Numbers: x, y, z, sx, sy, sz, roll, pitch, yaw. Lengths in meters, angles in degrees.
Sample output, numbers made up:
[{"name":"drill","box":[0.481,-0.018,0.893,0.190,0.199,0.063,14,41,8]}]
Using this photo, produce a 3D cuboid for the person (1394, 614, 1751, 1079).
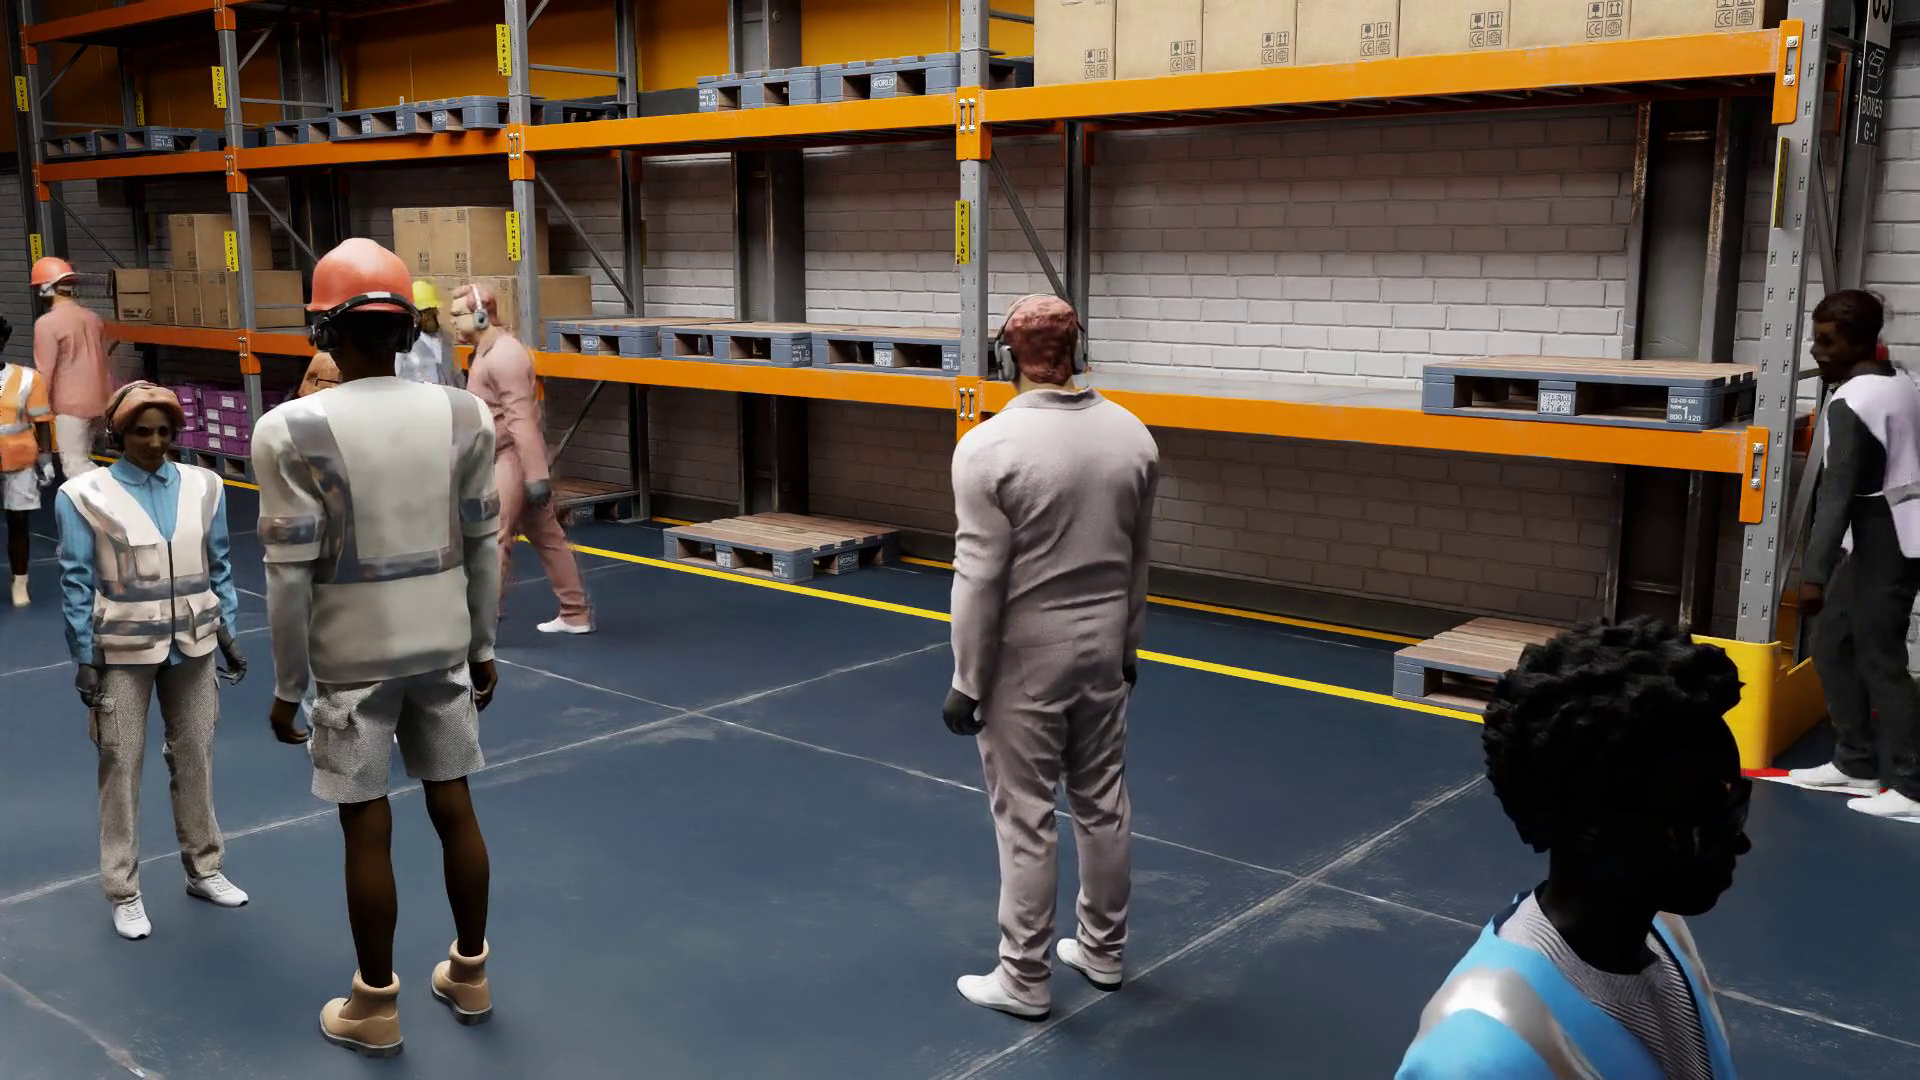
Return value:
[{"name":"person","box":[0.575,0.902,1.619,0.321,1.697,0.530,7,12,36]}]

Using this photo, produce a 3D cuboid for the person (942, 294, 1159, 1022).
[{"name":"person","box":[0.214,0.311,4.402,0.642,1.905,0.399,-7,12,-36]}]

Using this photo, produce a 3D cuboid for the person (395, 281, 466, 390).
[{"name":"person","box":[-3.624,-0.835,11.233,0.530,1.807,0.631,5,11,27]}]

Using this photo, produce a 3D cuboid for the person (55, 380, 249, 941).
[{"name":"person","box":[-2.400,0.343,4.972,0.310,1.640,0.514,8,13,38]}]

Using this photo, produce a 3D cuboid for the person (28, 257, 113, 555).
[{"name":"person","box":[-5.763,-0.858,10.881,0.526,1.969,0.613,0,10,1]}]

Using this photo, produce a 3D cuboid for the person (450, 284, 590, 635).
[{"name":"person","box":[-2.315,-0.368,8.473,0.842,1.844,0.668,-3,11,-18]}]

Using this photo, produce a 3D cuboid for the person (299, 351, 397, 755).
[{"name":"person","box":[-2.464,0.055,6.628,0.264,1.631,0.508,5,11,25]}]

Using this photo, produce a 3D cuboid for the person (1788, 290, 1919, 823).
[{"name":"person","box":[3.233,0.065,5.879,0.659,1.873,0.609,8,13,38]}]

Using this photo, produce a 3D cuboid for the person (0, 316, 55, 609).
[{"name":"person","box":[-5.249,-0.401,9.105,0.553,1.661,0.795,-7,12,-34]}]

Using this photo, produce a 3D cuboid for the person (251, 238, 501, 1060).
[{"name":"person","box":[-1.449,0.279,4.185,0.606,2.044,0.374,-9,14,-43]}]
